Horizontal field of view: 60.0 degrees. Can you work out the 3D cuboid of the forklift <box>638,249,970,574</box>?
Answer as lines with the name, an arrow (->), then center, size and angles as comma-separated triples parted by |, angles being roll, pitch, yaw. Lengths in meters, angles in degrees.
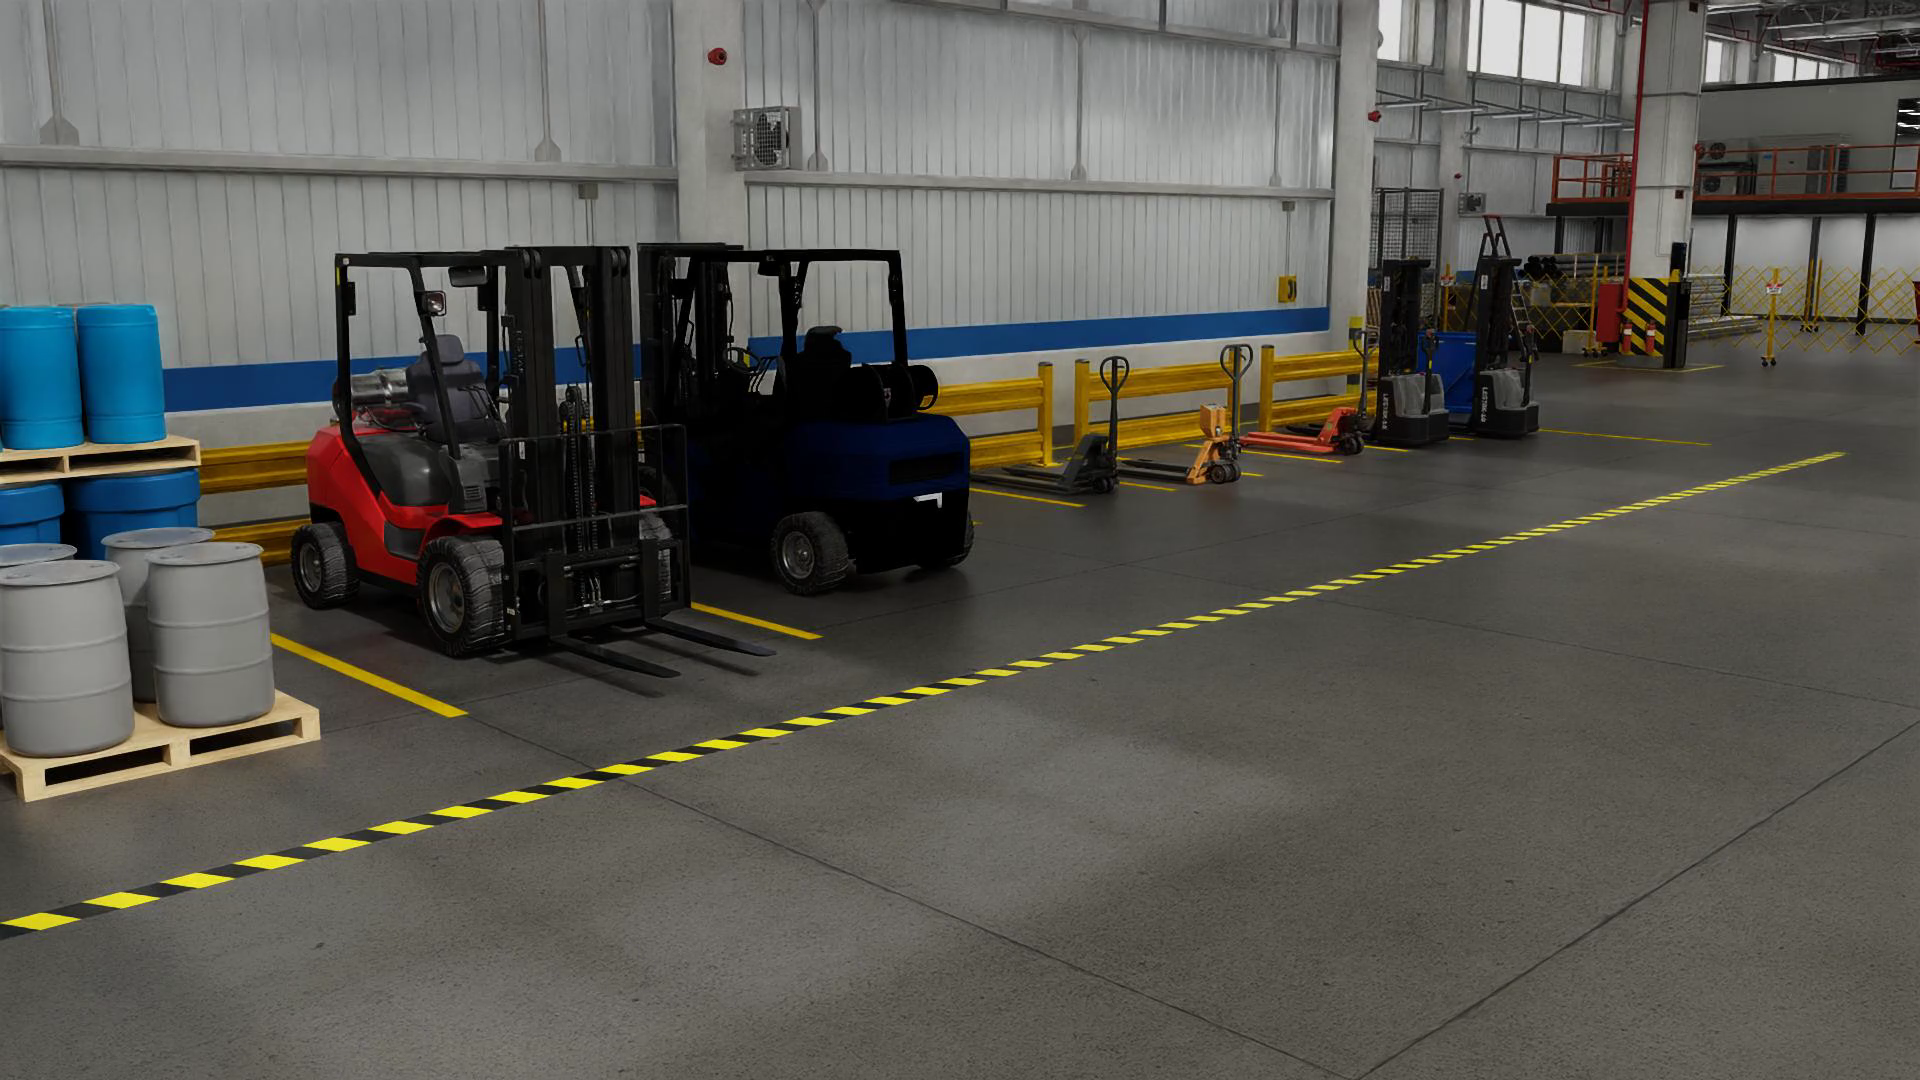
forklift -> -1.173, -0.958, 11.239 | 2.680, 1.987, 1.157 | 10, 14, 43

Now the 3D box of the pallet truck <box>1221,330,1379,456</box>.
pallet truck -> 3.563, -1.581, 17.381 | 0.653, 1.274, 1.630 | -10, 14, -44

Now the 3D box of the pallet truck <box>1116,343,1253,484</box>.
pallet truck -> 1.962, -1.215, 15.415 | 1.522, 1.261, 0.704 | 10, 14, 43

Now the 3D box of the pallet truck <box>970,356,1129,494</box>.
pallet truck -> 0.784, -1.085, 14.876 | 0.680, 1.201, 1.601 | -10, 14, -44

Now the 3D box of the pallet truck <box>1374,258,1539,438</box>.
pallet truck -> 5.704, -2.208, 18.901 | 1.885, 1.965, 0.823 | 10, 14, 43

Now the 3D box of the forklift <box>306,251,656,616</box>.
forklift -> -2.833, -0.669, 9.694 | 1.157, 1.987, 2.680 | -10, 14, -44

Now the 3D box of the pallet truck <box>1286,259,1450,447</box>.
pallet truck -> 4.493, -2.078, 18.196 | 0.823, 1.965, 1.885 | -9, 14, -40
